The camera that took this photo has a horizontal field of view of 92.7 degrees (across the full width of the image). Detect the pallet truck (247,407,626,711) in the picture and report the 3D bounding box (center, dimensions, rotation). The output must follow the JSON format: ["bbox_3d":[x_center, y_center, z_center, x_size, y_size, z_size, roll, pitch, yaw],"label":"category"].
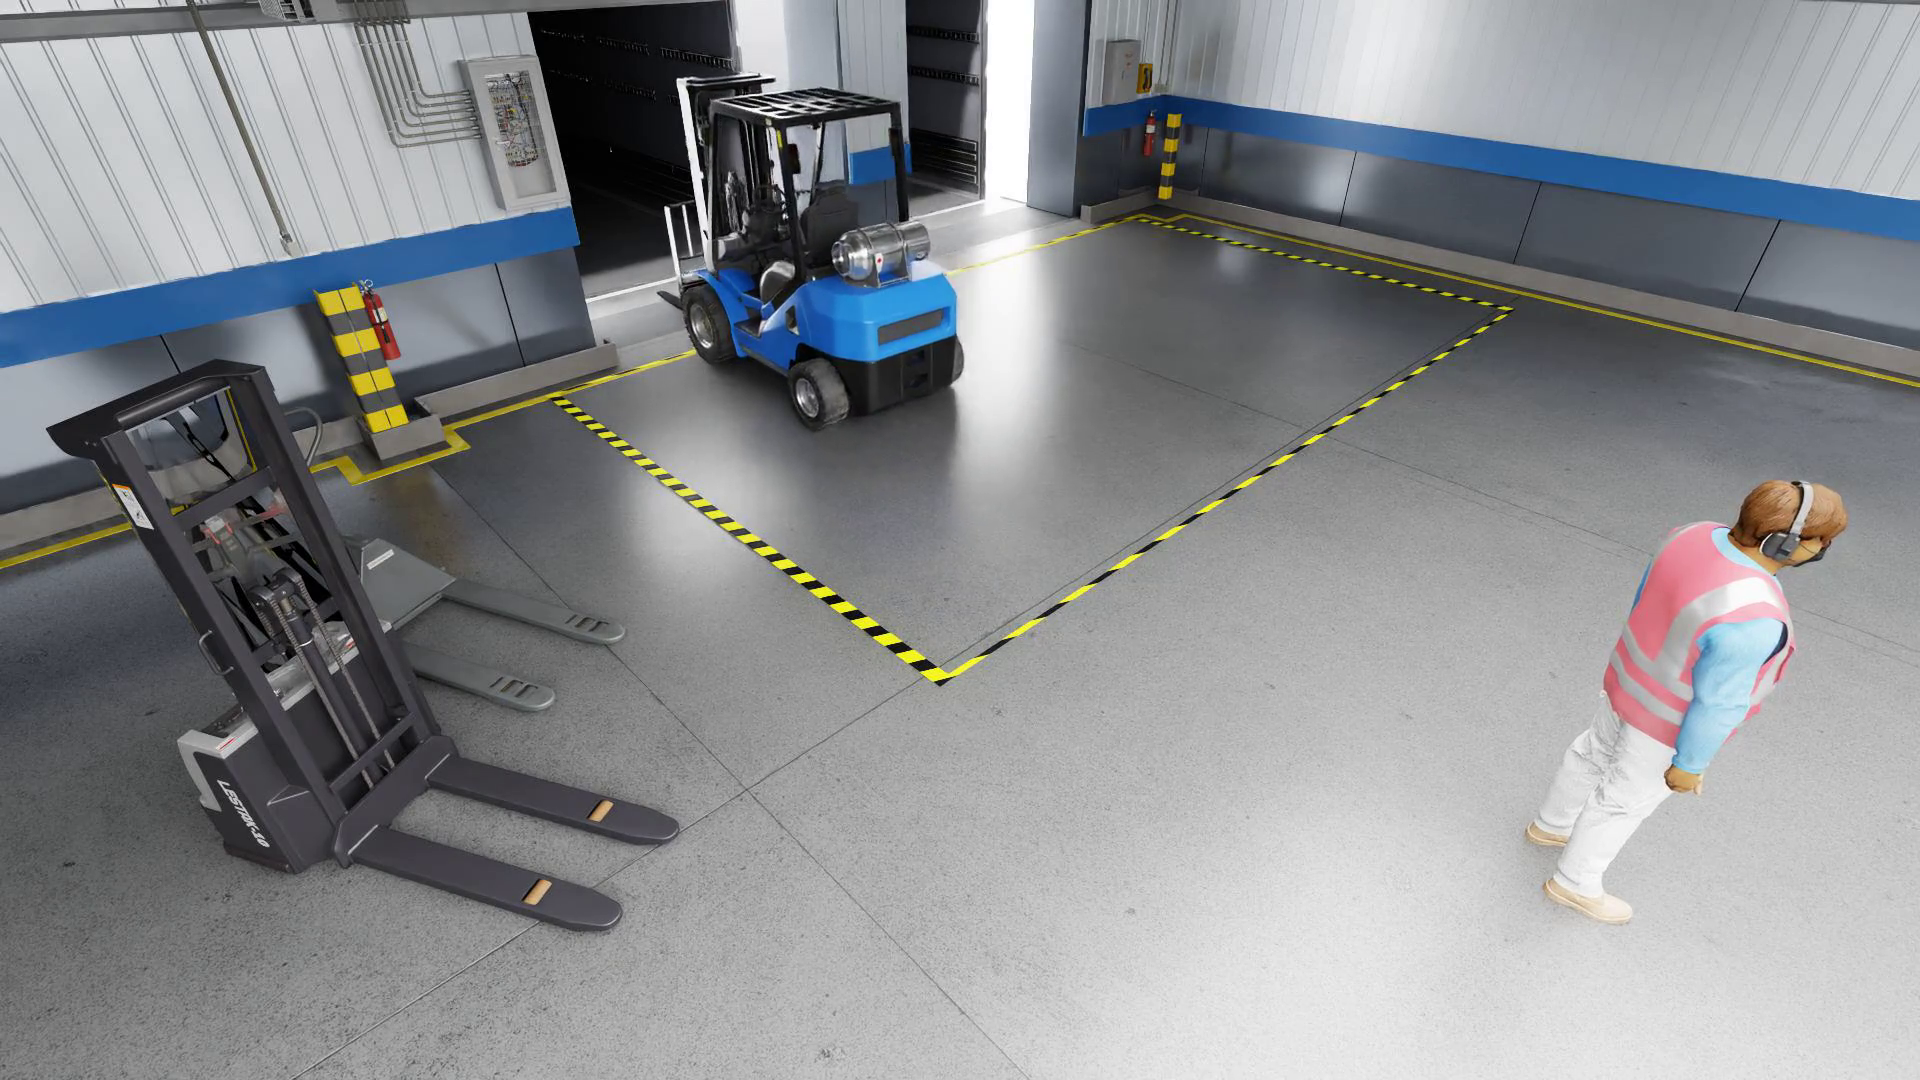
[{"bbox_3d":[-2.628,0.038,4.590,1.601,1.201,0.680,12,36,18],"label":"pallet truck"}]

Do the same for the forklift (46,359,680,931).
[{"bbox_3d":[-2.135,0.422,3.354,1.885,1.965,0.823,10,35,14],"label":"forklift"}]

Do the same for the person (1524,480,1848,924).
[{"bbox_3d":[2.505,0.593,3.240,0.429,1.841,0.632,9,35,13],"label":"person"}]

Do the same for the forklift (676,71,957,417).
[{"bbox_3d":[-1.199,-2.408,7.194,1.157,2.036,2.680,-26,42,-33],"label":"forklift"}]
